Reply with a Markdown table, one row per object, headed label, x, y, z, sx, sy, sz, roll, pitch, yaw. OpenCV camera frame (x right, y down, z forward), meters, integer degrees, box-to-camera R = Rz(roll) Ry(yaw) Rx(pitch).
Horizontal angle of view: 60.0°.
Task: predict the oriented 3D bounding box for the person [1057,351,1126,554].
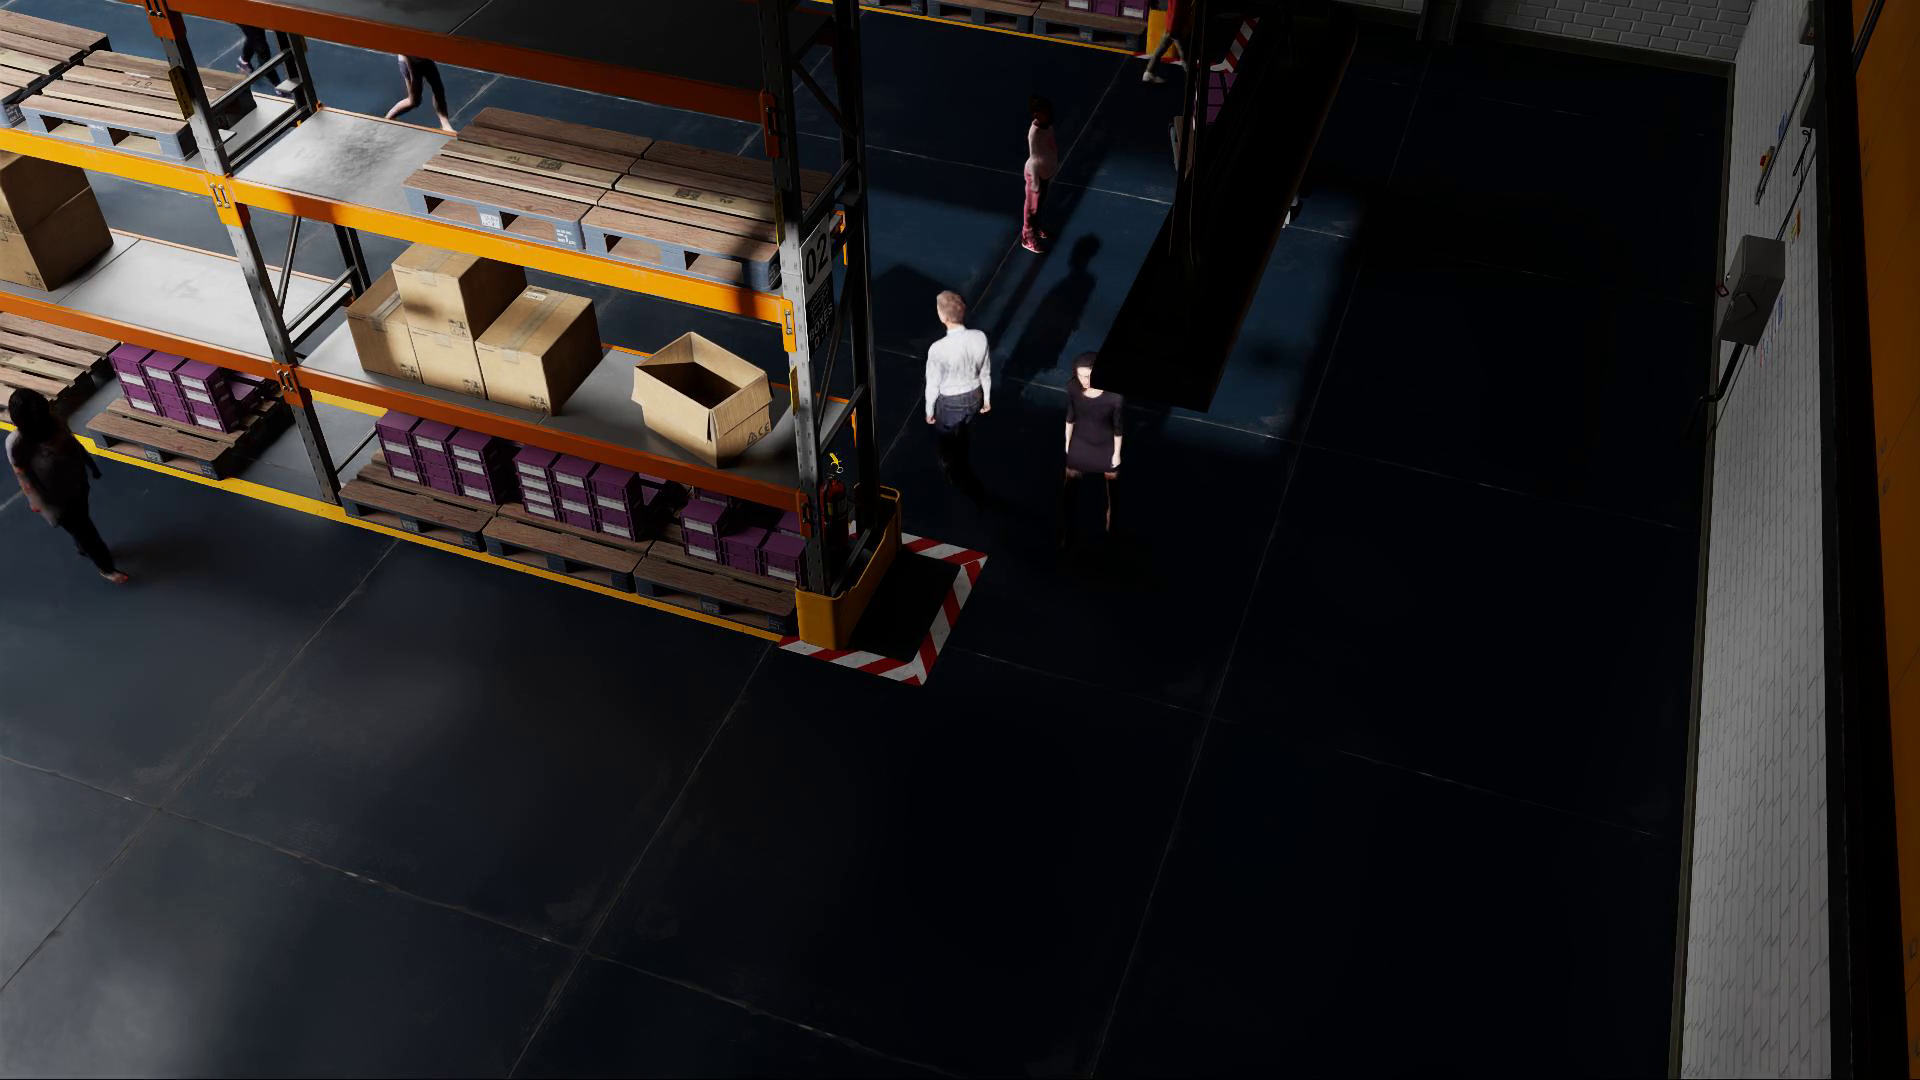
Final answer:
| label | x | y | z | sx | sy | sz | roll | pitch | yaw |
| --- | --- | --- | --- | --- | --- | --- | --- | --- | --- |
| person | 0.976 | -0.669 | 11.602 | 0.703 | 1.773 | 0.677 | 16 | 46 | 16 |

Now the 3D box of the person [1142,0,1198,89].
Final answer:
| label | x | y | z | sx | sy | sz | roll | pitch | yaw |
| --- | --- | --- | --- | --- | --- | --- | --- | --- | --- |
| person | 2.083 | -5.158 | 16.597 | 0.992 | 1.382 | 0.691 | 3 | 44 | 4 |

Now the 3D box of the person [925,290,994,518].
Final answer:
| label | x | y | z | sx | sy | sz | roll | pitch | yaw |
| --- | --- | --- | --- | --- | --- | --- | --- | --- | --- |
| person | 0.014 | -0.938 | 11.869 | 1.065 | 1.794 | 1.170 | -20 | 47 | -20 |

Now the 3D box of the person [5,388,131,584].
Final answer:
| label | x | y | z | sx | sy | sz | roll | pitch | yaw |
| --- | --- | --- | --- | --- | --- | --- | --- | --- | --- |
| person | -6.279 | -0.409 | 11.465 | 0.809 | 1.586 | 0.666 | 11 | 45 | 11 |

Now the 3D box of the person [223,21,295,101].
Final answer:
| label | x | y | z | sx | sy | sz | roll | pitch | yaw |
| --- | --- | --- | --- | --- | --- | --- | --- | --- | --- |
| person | -7.082 | -5.243 | 16.384 | 1.253 | 1.799 | 0.834 | 22 | 48 | 21 |

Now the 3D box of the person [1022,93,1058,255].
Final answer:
| label | x | y | z | sx | sy | sz | roll | pitch | yaw |
| --- | --- | --- | --- | --- | --- | --- | --- | --- | --- |
| person | 0.682 | -3.230 | 14.530 | 0.508 | 1.442 | 0.551 | 17 | 46 | 17 |
